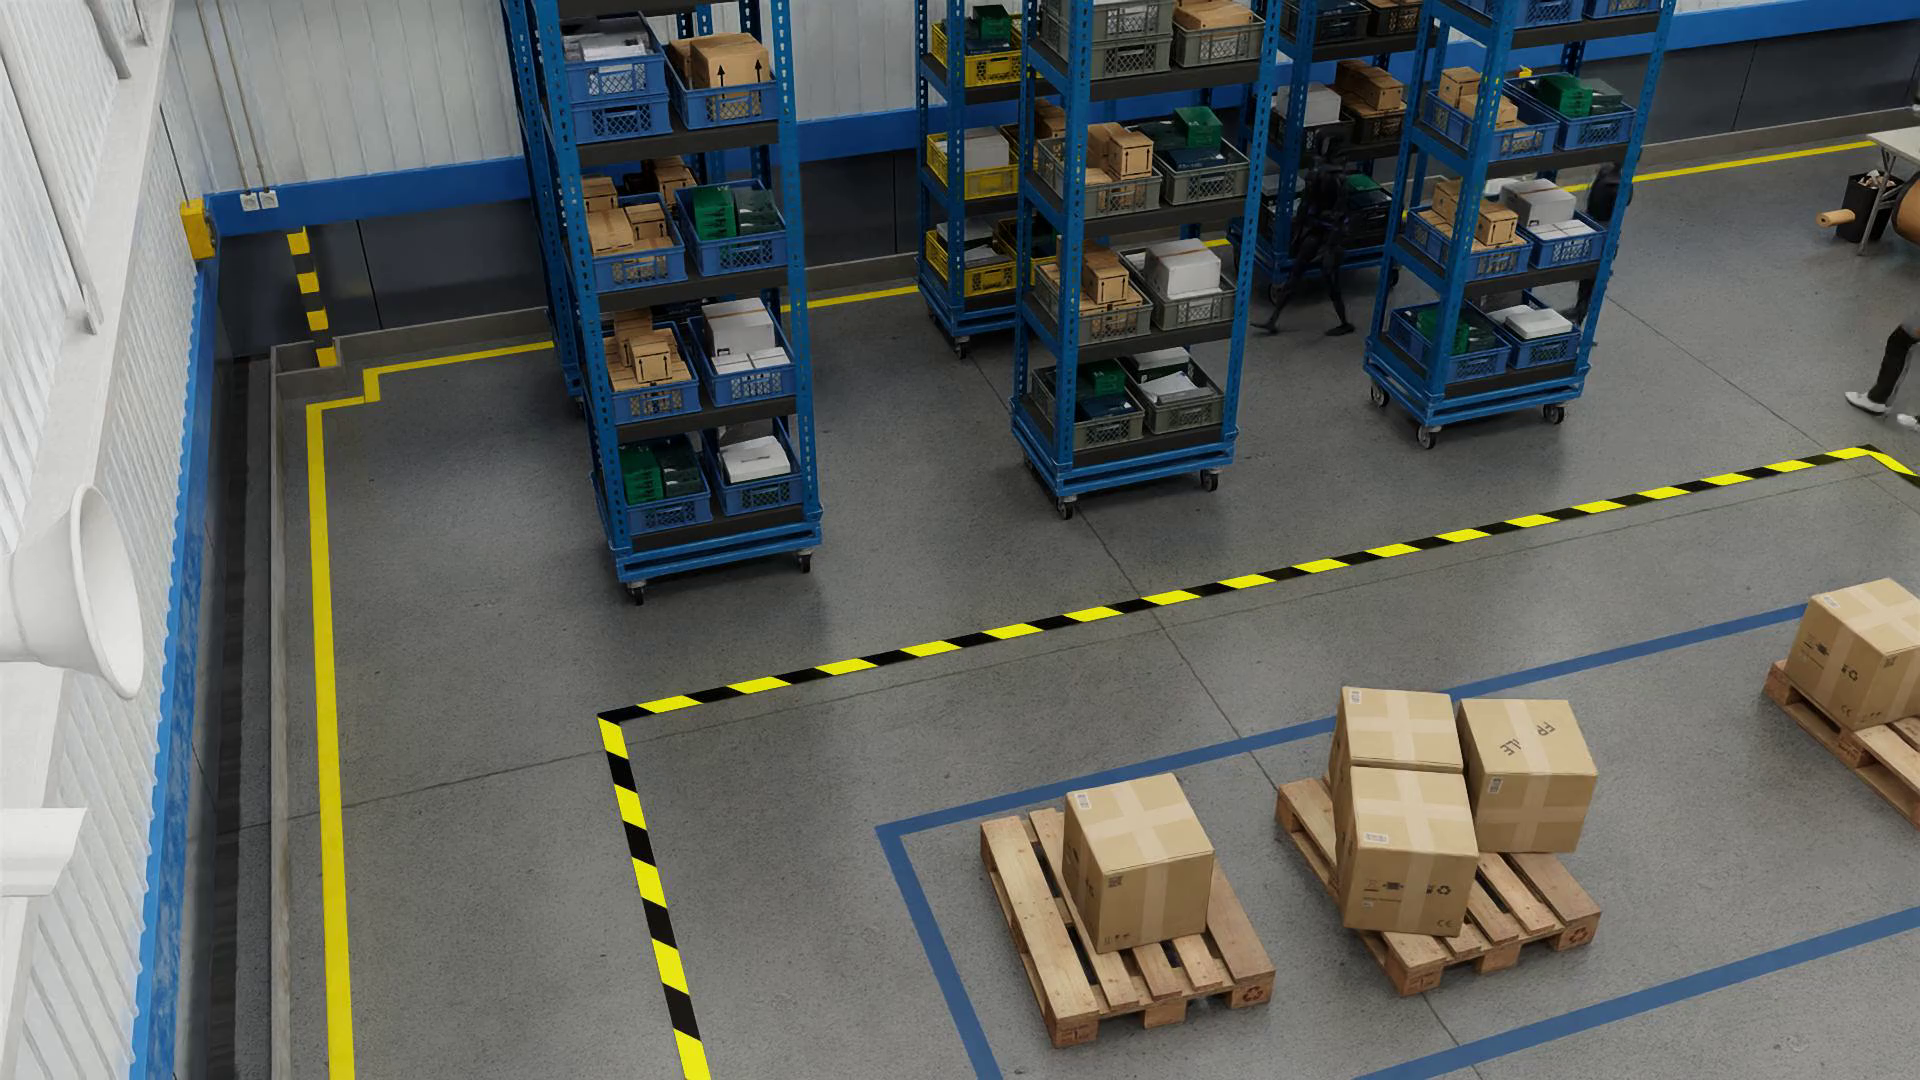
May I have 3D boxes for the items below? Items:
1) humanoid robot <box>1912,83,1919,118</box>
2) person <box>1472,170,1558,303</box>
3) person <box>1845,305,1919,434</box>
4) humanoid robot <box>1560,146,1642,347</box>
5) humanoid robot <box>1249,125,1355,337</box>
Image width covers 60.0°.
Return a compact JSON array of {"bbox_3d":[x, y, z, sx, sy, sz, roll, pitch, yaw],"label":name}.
[{"bbox_3d":[8.409,-3.688,14.036,0.548,1.797,0.756,-14,38,-19],"label":"humanoid robot"},{"bbox_3d":[4.209,-2.577,12.377,0.939,1.798,0.570,-18,39,-23],"label":"person"},{"bbox_3d":[6.419,-1.589,10.961,0.594,1.825,0.751,-12,37,-17],"label":"person"},{"bbox_3d":[4.411,-2.089,11.806,0.559,1.640,0.588,-1,35,-1],"label":"humanoid robot"},{"bbox_3d":[2.575,-2.178,11.966,0.801,1.626,0.586,-11,37,-16],"label":"humanoid robot"}]
